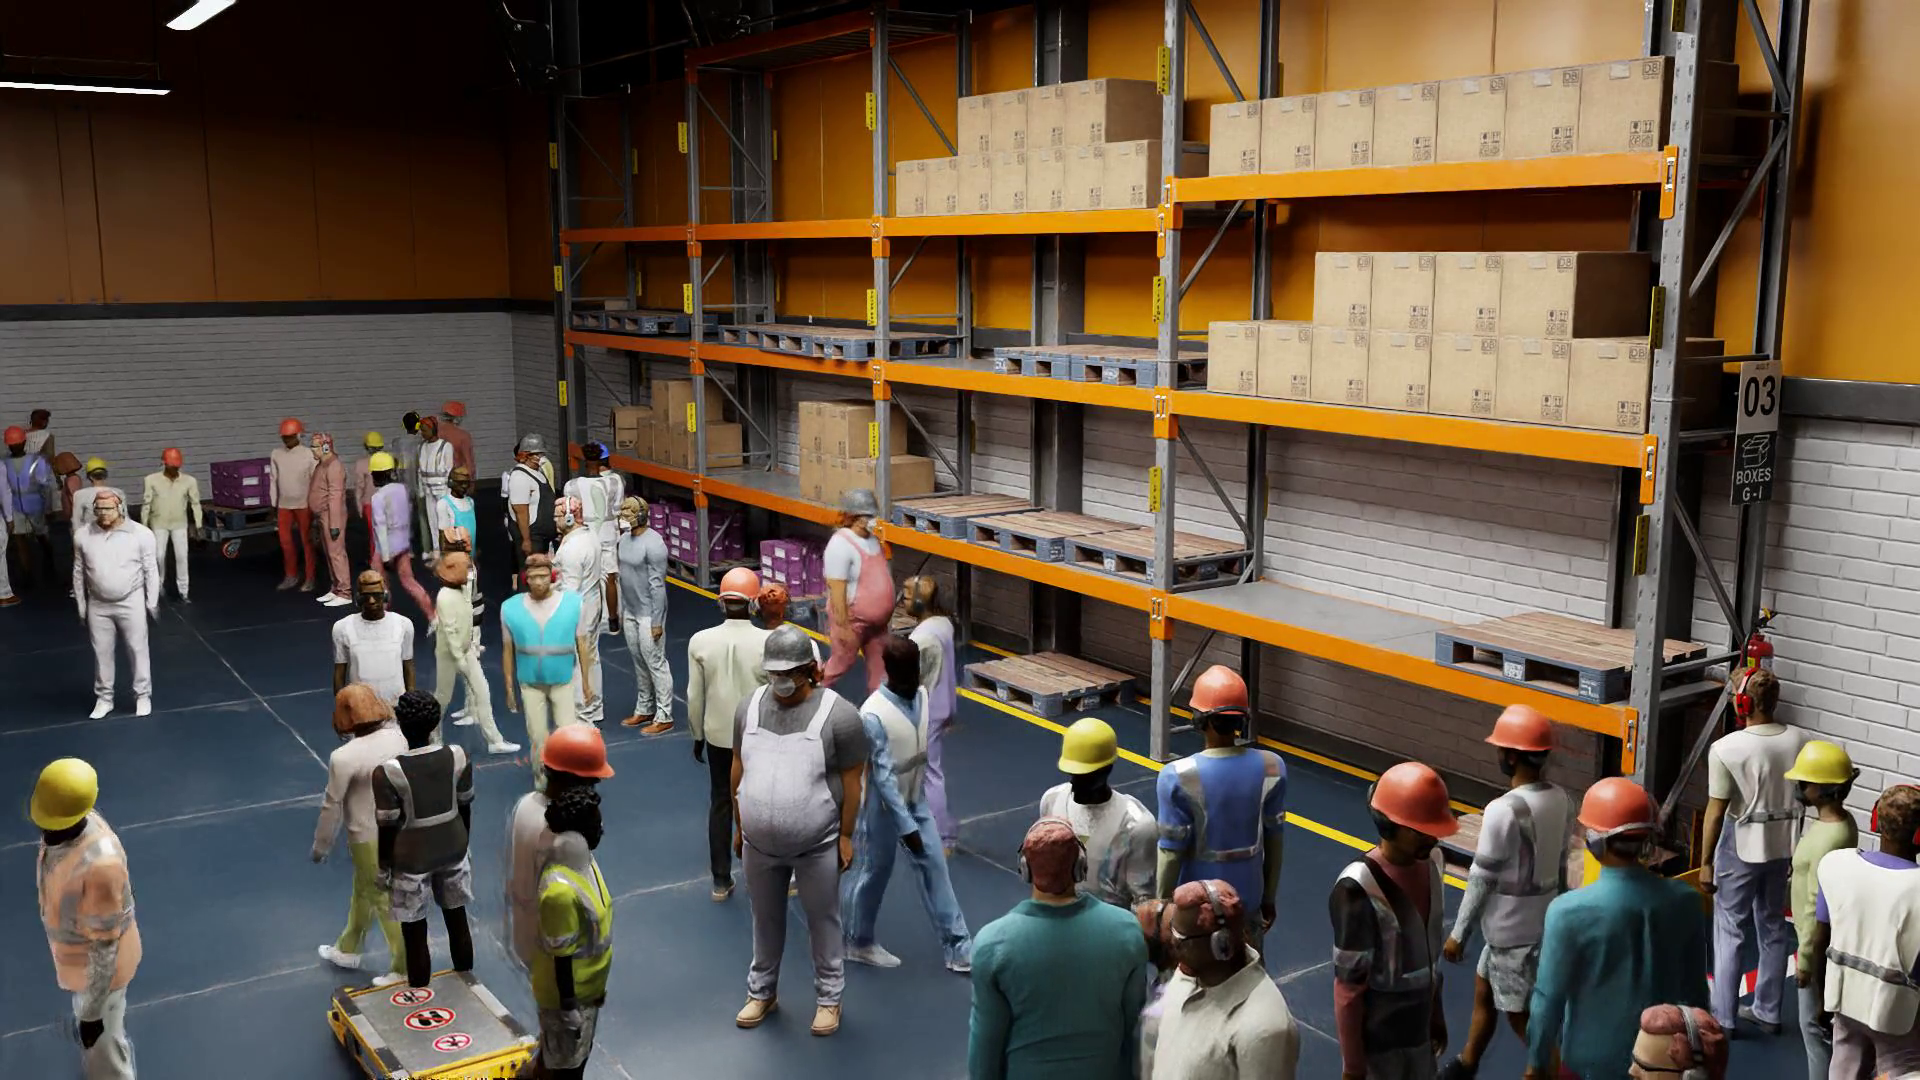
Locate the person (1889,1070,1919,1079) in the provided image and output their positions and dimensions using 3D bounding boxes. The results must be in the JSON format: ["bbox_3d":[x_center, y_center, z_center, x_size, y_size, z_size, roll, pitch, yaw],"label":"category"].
[{"bbox_3d":[2.860,2.091,4.708,0.605,1.862,1.017,6,11,32],"label":"person"}]

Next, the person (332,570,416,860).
[{"bbox_3d":[-3.699,1.095,10.560,0.506,1.847,0.343,-5,11,-25],"label":"person"}]

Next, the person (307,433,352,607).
[{"bbox_3d":[-6.905,-0.226,18.180,0.401,1.899,0.636,-5,11,-29],"label":"person"}]

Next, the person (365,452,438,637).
[{"bbox_3d":[-5.604,0.057,16.538,0.917,1.892,0.588,3,10,17],"label":"person"}]

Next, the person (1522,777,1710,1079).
[{"bbox_3d":[2.333,1.823,5.900,0.650,1.969,0.531,-3,10,-16],"label":"person"}]

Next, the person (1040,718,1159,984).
[{"bbox_3d":[0.552,1.670,6.976,0.587,1.919,0.398,8,13,41],"label":"person"}]

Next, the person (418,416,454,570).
[{"bbox_3d":[-6.399,-0.578,20.304,0.582,1.879,0.374,6,11,31],"label":"person"}]

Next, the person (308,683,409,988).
[{"bbox_3d":[-3.164,1.537,8.671,0.773,1.600,0.512,3,10,16],"label":"person"}]

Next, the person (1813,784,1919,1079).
[{"bbox_3d":[3.491,1.823,6.303,0.390,1.840,0.563,-6,11,-30],"label":"person"}]

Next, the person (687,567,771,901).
[{"bbox_3d":[-1.284,1.148,9.823,0.622,1.990,0.402,1,10,8],"label":"person"}]

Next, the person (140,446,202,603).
[{"bbox_3d":[-8.709,-0.179,18.361,0.606,1.731,0.682,-7,12,-35],"label":"person"}]

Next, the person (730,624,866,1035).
[{"bbox_3d":[-0.826,1.411,8.136,0.682,2.000,0.537,2,10,14],"label":"person"}]

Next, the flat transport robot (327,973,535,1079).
[{"bbox_3d":[-2.441,2.355,7.780,0.652,0.197,1.431,-7,12,-34],"label":"flat transport robot"}]

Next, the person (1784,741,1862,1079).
[{"bbox_3d":[3.667,1.722,7.138,0.339,1.762,0.527,6,11,32],"label":"person"}]

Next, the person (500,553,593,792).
[{"bbox_3d":[-2.802,0.974,11.303,0.596,1.832,0.477,-2,10,-9],"label":"person"}]

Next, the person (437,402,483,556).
[{"bbox_3d":[-6.442,-0.765,21.150,0.709,1.964,0.410,1,10,8],"label":"person"}]

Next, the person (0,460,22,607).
[{"bbox_3d":[-10.584,-0.225,18.040,0.627,1.941,0.372,-1,10,-3],"label":"person"}]

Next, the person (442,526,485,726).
[{"bbox_3d":[-4.036,0.692,13.563,0.314,1.633,0.518,-4,10,-21],"label":"person"}]

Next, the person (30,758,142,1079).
[{"bbox_3d":[-3.536,1.737,6.728,0.383,1.878,0.730,-8,13,-40],"label":"person"}]

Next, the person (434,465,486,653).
[{"bbox_3d":[-4.754,0.204,15.809,0.349,1.842,0.505,3,10,19],"label":"person"}]

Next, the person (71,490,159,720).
[{"bbox_3d":[-6.960,0.529,13.715,0.652,1.904,0.403,-2,10,-12],"label":"person"}]

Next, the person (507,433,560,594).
[{"bbox_3d":[-4.316,-0.090,16.947,0.535,2.000,0.681,0,10,-1],"label":"person"}]

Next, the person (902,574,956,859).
[{"bbox_3d":[-0.264,1.114,10.493,0.535,1.828,0.538,4,10,22],"label":"person"}]

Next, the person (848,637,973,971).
[{"bbox_3d":[-0.238,1.410,8.682,0.953,1.856,0.624,6,11,30],"label":"person"}]

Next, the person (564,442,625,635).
[{"bbox_3d":[-3.656,-0.005,16.709,0.599,1.958,0.373,-3,10,-15],"label":"person"}]

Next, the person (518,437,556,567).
[{"bbox_3d":[-4.716,-0.247,18.496,0.430,1.837,0.629,1,10,5],"label":"person"}]

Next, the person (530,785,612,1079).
[{"bbox_3d":[-1.570,1.819,6.778,0.321,1.689,0.530,0,10,0],"label":"person"}]

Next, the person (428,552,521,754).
[{"bbox_3d":[-3.699,0.887,12.510,0.778,1.602,0.514,1,10,7],"label":"person"}]

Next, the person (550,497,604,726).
[{"bbox_3d":[-3.086,0.596,13.350,0.400,1.900,0.647,0,10,2],"label":"person"}]

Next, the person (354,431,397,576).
[{"bbox_3d":[-7.001,-0.448,19.887,0.517,1.746,0.535,8,12,38],"label":"person"}]

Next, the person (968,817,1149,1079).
[{"bbox_3d":[0.327,1.886,5.761,0.636,1.903,0.405,-2,10,-13],"label":"person"}]

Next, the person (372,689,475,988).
[{"bbox_3d":[-2.638,1.569,8.215,0.319,1.697,0.533,9,13,43],"label":"person"}]

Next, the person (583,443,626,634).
[{"bbox_3d":[-3.590,-0.019,16.832,0.402,1.938,0.603,2,10,13],"label":"person"}]

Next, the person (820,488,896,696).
[{"bbox_3d":[-0.887,0.545,13.217,0.925,2.000,0.694,5,11,27],"label":"person"}]

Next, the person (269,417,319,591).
[{"bbox_3d":[-7.583,-0.412,18.976,0.630,1.992,0.401,1,10,8],"label":"person"}]

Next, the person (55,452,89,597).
[{"bbox_3d":[-9.920,-0.176,18.644,0.284,1.632,0.502,-4,11,-25],"label":"person"}]

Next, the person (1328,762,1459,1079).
[{"bbox_3d":[1.592,1.776,6.046,0.622,2.028,0.410,-9,13,-42],"label":"person"}]

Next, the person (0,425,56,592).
[{"bbox_3d":[-10.763,-0.405,19.239,0.558,1.903,0.901,-2,10,-10],"label":"person"}]

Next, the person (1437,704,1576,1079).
[{"bbox_3d":[2.430,1.649,7.163,0.543,1.903,0.963,-9,13,-43],"label":"person"}]

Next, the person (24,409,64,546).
[{"bbox_3d":[-12.141,-0.808,21.821,0.599,1.819,0.651,4,10,21],"label":"person"}]

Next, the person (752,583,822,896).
[{"bbox_3d":[-1.092,1.191,9.947,0.626,1.873,0.371,1,10,6],"label":"person"}]

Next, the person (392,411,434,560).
[{"bbox_3d":[-6.868,-0.681,20.921,0.526,1.869,0.315,0,10,3],"label":"person"}]

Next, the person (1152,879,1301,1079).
[{"bbox_3d":[0.788,1.980,5.236,0.403,1.897,0.654,-3,10,-17],"label":"person"}]

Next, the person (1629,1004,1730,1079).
[{"bbox_3d":[1.880,2.129,4.366,0.399,1.900,0.650,0,10,-2],"label":"person"}]

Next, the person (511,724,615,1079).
[{"bbox_3d":[-1.653,1.686,6.924,0.434,1.900,0.603,-7,12,-36],"label":"person"}]

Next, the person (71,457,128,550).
[{"bbox_3d":[-8.924,-0.003,17.367,0.876,1.726,0.521,8,12,38],"label":"person"}]

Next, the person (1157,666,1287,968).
[{"bbox_3d":[1.117,1.555,7.287,0.605,2.044,0.374,-3,10,-18],"label":"person"}]

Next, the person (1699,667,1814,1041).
[{"bbox_3d":[3.841,1.527,8.059,0.561,1.836,0.399,-3,10,-15],"label":"person"}]

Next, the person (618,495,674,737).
[{"bbox_3d":[-2.524,0.595,13.271,0.377,1.931,0.624,-8,12,-38],"label":"person"}]
